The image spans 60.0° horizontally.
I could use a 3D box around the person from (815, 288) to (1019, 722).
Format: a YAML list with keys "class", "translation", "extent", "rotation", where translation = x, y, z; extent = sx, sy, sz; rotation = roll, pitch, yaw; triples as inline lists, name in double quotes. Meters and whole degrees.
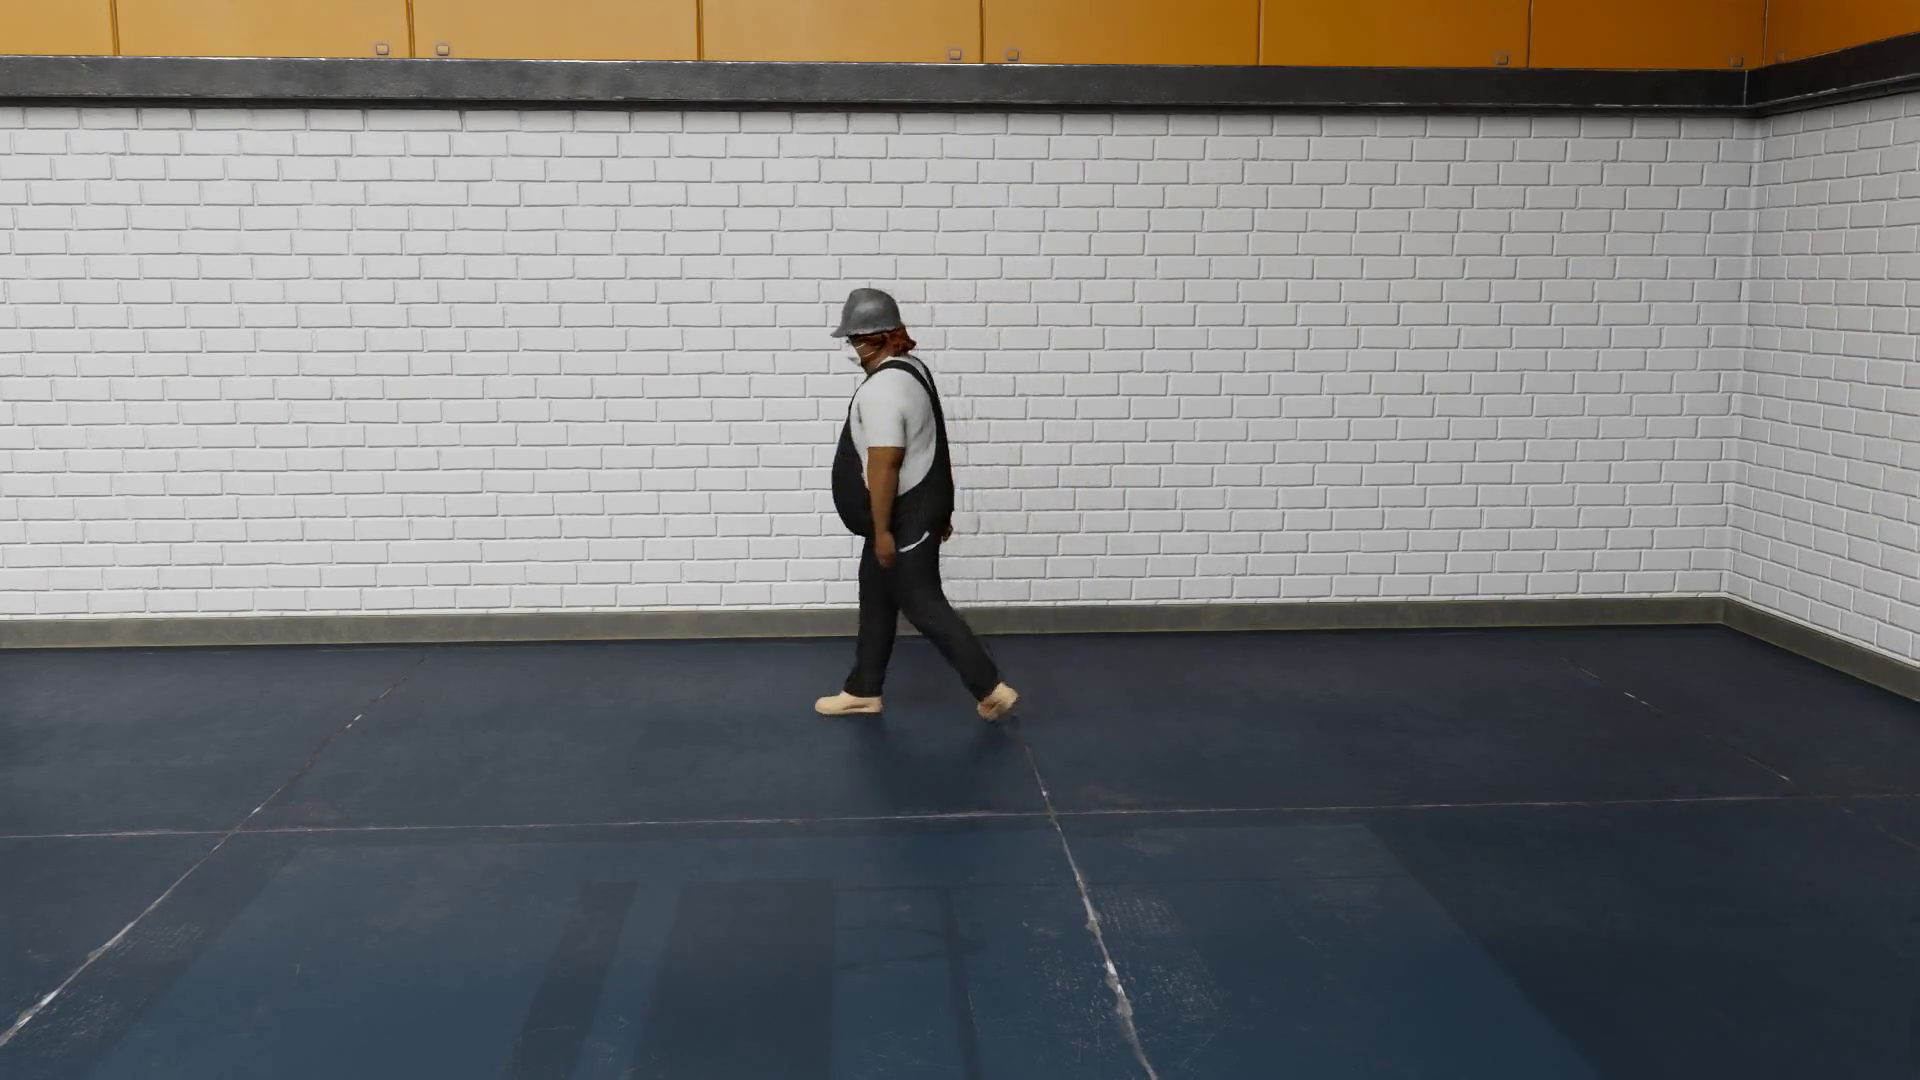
- class: "person"
  translation: [-0.179, -0.173, 7.446]
  extent: [0.931, 2.000, 0.717]
  rotation: [1, 9, 7]
